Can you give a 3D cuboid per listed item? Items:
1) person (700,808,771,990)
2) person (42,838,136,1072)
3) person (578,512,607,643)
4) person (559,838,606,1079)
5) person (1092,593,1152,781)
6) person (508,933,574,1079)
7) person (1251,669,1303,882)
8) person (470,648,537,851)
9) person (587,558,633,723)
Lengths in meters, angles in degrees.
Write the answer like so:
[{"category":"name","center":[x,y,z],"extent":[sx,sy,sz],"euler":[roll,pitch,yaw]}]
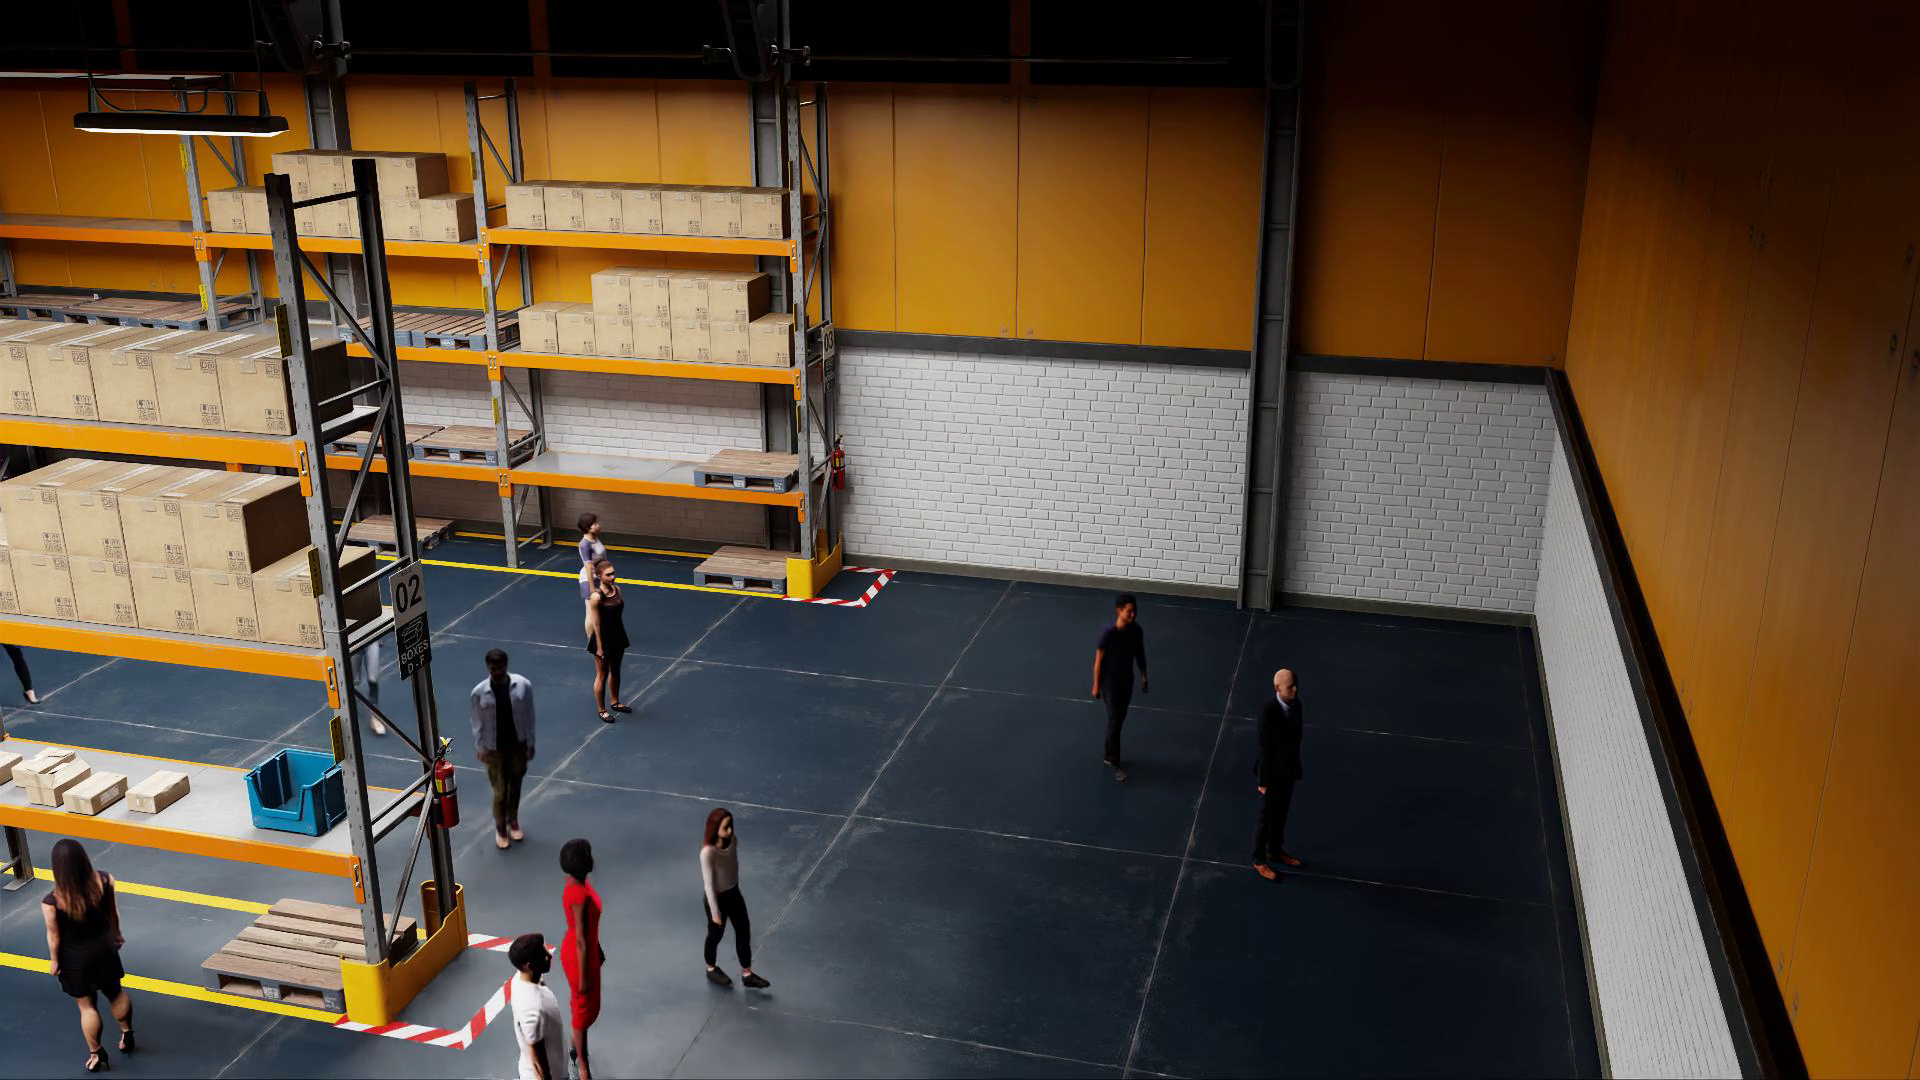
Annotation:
[{"category":"person","center":[-1.804,2.618,12.227],"extent":[0.843,1.465,0.700],"euler":[11,22,30]},{"category":"person","center":[-5.898,2.805,11.272],"extent":[0.717,1.718,0.733],"euler":[12,22,32]},{"category":"person","center":[-4.097,0.436,18.546],"extent":[0.600,1.566,0.616],"euler":[0,19,0]},{"category":"person","center":[-2.549,2.862,11.098],"extent":[0.690,1.722,0.726],"euler":[1,19,2]},{"category":"person","center":[1.440,1.309,15.628],"extent":[0.897,1.775,0.957],"euler":[-10,21,-27]},{"category":"person","center":[-2.572,3.202,9.915],"extent":[1.259,1.833,1.076],"euler":[-6,19,-16]},{"category":"person","center":[2.642,1.905,13.819],"extent":[0.775,1.800,0.780],"euler":[-16,24,-40]},{"category":"person","center":[-3.925,1.741,14.319],"extent":[0.814,1.791,0.877],"euler":[-9,21,-26]},{"category":"person","center":[-3.534,0.985,16.747],"extent":[0.634,1.675,0.635],"euler":[10,21,28]}]
